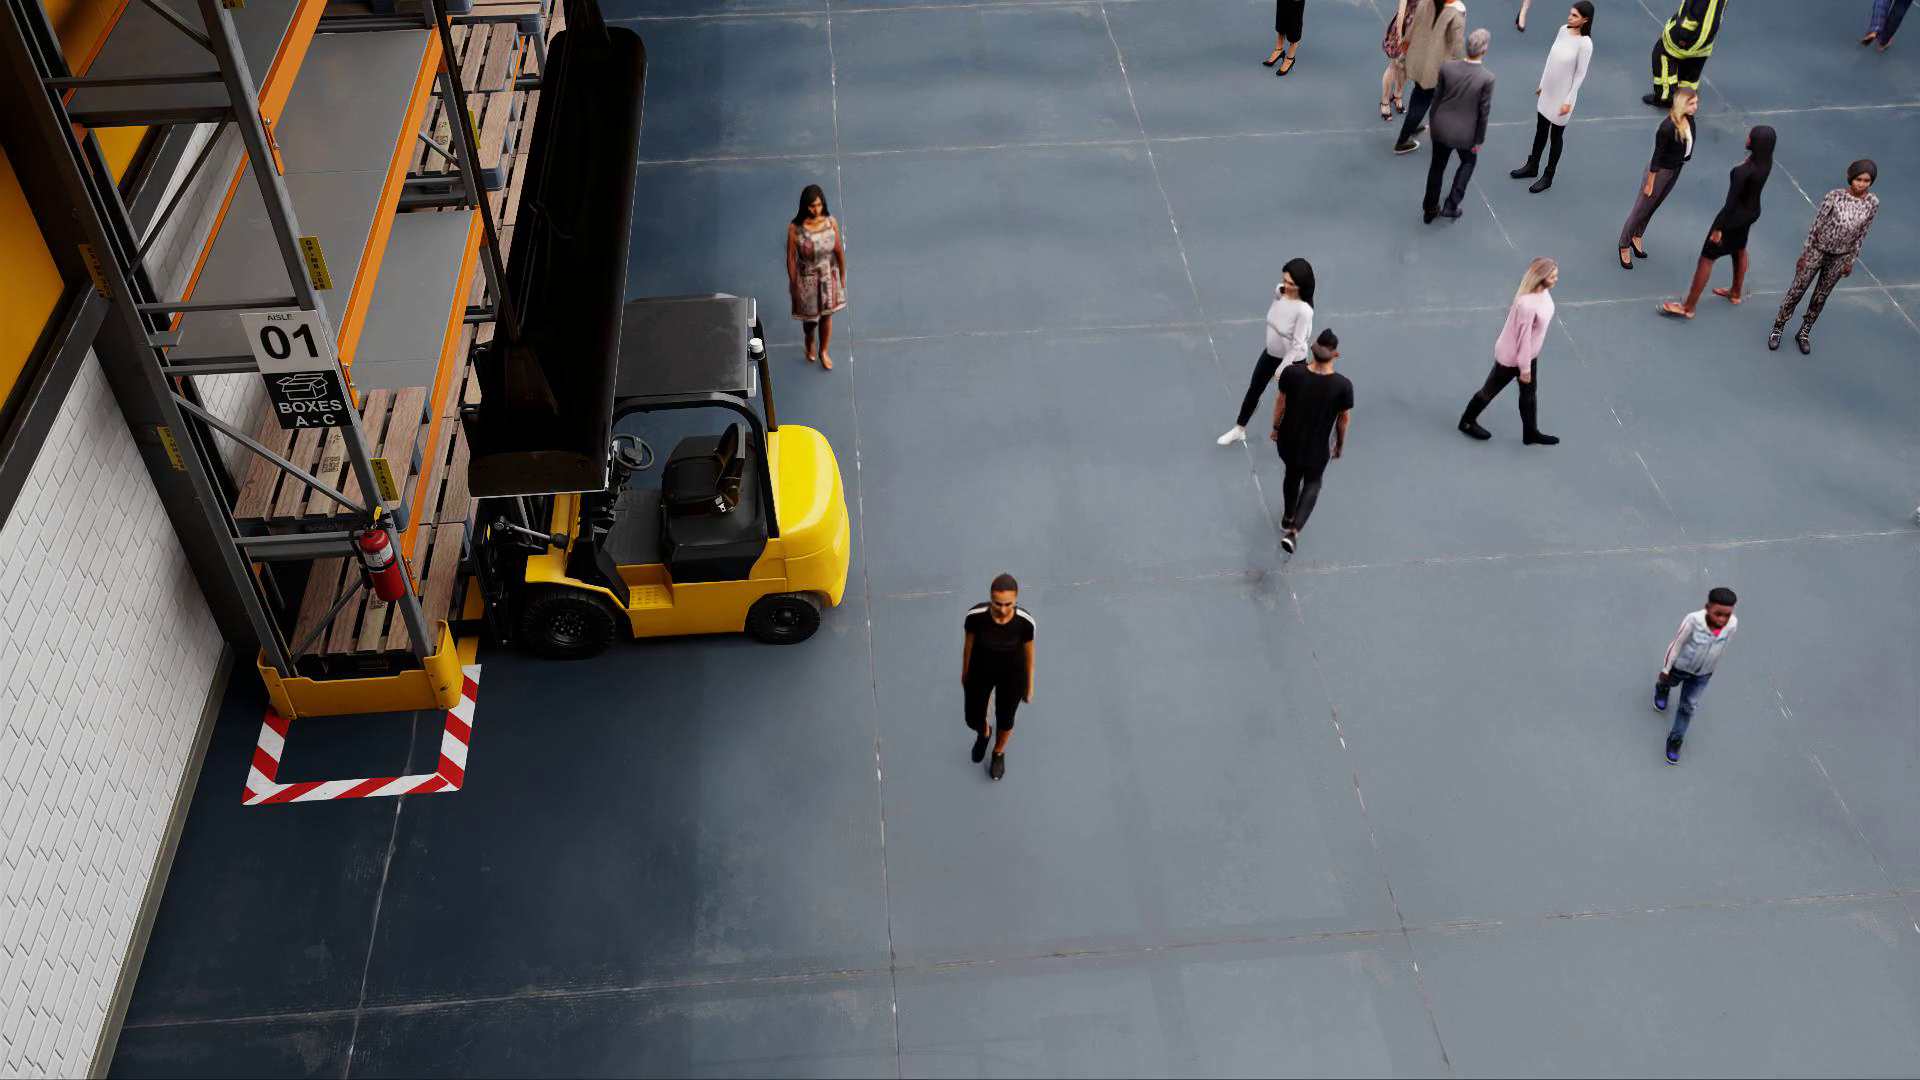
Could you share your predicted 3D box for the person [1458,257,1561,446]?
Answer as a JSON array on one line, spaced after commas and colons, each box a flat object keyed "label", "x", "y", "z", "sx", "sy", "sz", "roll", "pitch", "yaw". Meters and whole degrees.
[{"label": "person", "x": 4.053, "y": -1.419, "z": 12.414, "sx": 1.031, "sy": 1.655, "sz": 1.017, "roll": 24, "pitch": 49, "yaw": 23}]

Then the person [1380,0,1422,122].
[{"label": "person", "x": 4.317, "y": -4.888, "z": 15.969, "sx": 0.796, "sy": 1.774, "sz": 0.836, "roll": -27, "pitch": 50, "yaw": -26}]

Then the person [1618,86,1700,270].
[{"label": "person", "x": 5.955, "y": -3.098, "z": 14.165, "sx": 0.690, "sy": 1.670, "sz": 0.725, "roll": -32, "pitch": 52, "yaw": -29}]

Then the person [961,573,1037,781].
[{"label": "person", "x": 0.234, "y": 0.764, "z": 10.120, "sx": 0.662, "sy": 1.660, "sz": 0.642, "roll": 6, "pitch": 44, "yaw": 7}]

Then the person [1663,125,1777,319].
[{"label": "person", "x": 6.321, "y": -2.608, "z": 13.625, "sx": 0.899, "sy": 1.706, "sz": 0.925, "roll": -32, "pitch": 52, "yaw": -29}]

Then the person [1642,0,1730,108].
[{"label": "person", "x": 7.175, "y": -4.939, "z": 15.999, "sx": 0.912, "sy": 1.806, "sz": 0.954, "roll": -28, "pitch": 50, "yaw": -26}]

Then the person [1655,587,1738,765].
[{"label": "person", "x": 4.600, "y": 0.730, "z": 10.464, "sx": 0.689, "sy": 1.234, "sz": 0.945, "roll": 10, "pitch": 45, "yaw": 10}]

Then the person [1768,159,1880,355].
[{"label": "person", "x": 6.912, "y": -2.261, "z": 13.256, "sx": 0.655, "sy": 1.713, "sz": 0.671, "roll": 11, "pitch": 45, "yaw": 11}]

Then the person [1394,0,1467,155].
[{"label": "person", "x": 4.292, "y": -4.444, "z": 15.427, "sx": 0.915, "sy": 1.879, "sz": 0.855, "roll": -20, "pitch": 47, "yaw": -20}]

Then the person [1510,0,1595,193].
[{"label": "person", "x": 5.424, "y": -4.022, "z": 15.036, "sx": 0.721, "sy": 1.808, "sz": 0.556, "roll": -14, "pitch": 45, "yaw": -15}]

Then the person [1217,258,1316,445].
[{"label": "person", "x": 2.509, "y": -1.383, "z": 12.374, "sx": 0.943, "sy": 1.659, "sz": 1.084, "roll": -19, "pitch": 47, "yaw": -19}]

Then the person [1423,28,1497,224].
[{"label": "person", "x": 4.303, "y": -3.563, "z": 14.543, "sx": 0.840, "sy": 1.823, "sz": 0.867, "roll": 23, "pitch": 48, "yaw": 23}]

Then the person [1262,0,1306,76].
[{"label": "person", "x": 3.317, "y": -5.556, "z": 16.609, "sx": 0.739, "sy": 1.858, "sz": 0.579, "roll": -18, "pitch": 46, "yaw": -18}]

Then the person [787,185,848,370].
[{"label": "person", "x": -1.163, "y": -2.117, "z": 13.158, "sx": 0.748, "sy": 1.640, "sz": 0.780, "roll": -16, "pitch": 46, "yaw": -16}]

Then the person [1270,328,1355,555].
[{"label": "person", "x": 2.368, "y": -0.665, "z": 11.484, "sx": 0.942, "sy": 1.847, "sz": 1.077, "roll": 17, "pitch": 46, "yaw": 17}]
